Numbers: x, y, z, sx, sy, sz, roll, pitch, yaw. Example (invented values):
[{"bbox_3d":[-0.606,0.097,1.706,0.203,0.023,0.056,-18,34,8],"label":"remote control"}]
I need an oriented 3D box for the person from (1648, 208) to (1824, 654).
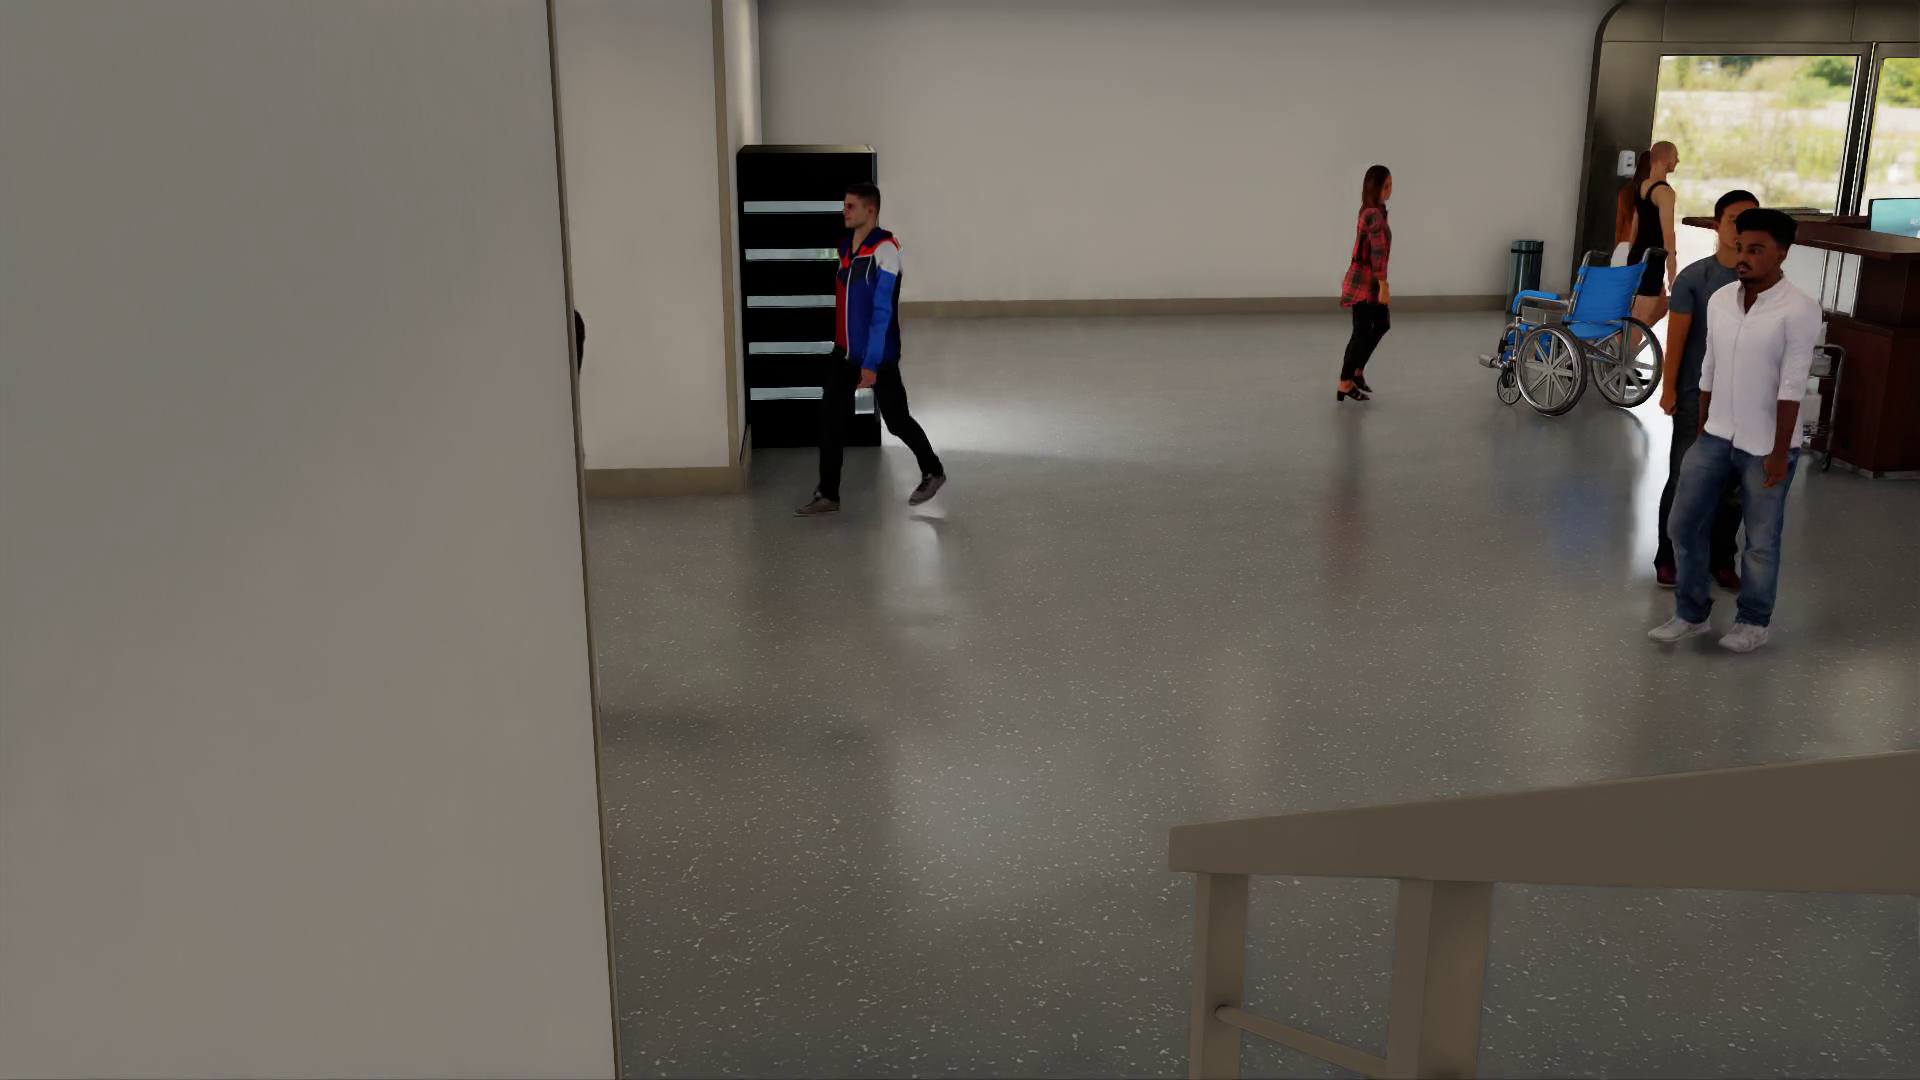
[{"bbox_3d":[3.236,-0.428,6.709,0.889,1.792,0.833,-11,19,-35],"label":"person"}]

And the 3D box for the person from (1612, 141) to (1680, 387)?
[{"bbox_3d":[5.036,-2.038,12.391,0.745,1.807,0.595,1,16,4],"label":"person"}]

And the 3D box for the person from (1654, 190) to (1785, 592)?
[{"bbox_3d":[3.424,-0.668,7.533,0.678,1.807,0.593,1,16,4],"label":"person"}]

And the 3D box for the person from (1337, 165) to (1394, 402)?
[{"bbox_3d":[2.851,-1.805,11.801,0.807,1.679,0.644,0,16,-2],"label":"person"}]

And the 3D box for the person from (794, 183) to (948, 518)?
[{"bbox_3d":[-0.409,-0.973,8.765,1.159,1.724,1.164,-15,21,-42],"label":"person"}]

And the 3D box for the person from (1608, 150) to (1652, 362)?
[{"bbox_3d":[5.290,-2.206,13.171,0.831,1.708,0.804,-9,18,-29],"label":"person"}]
